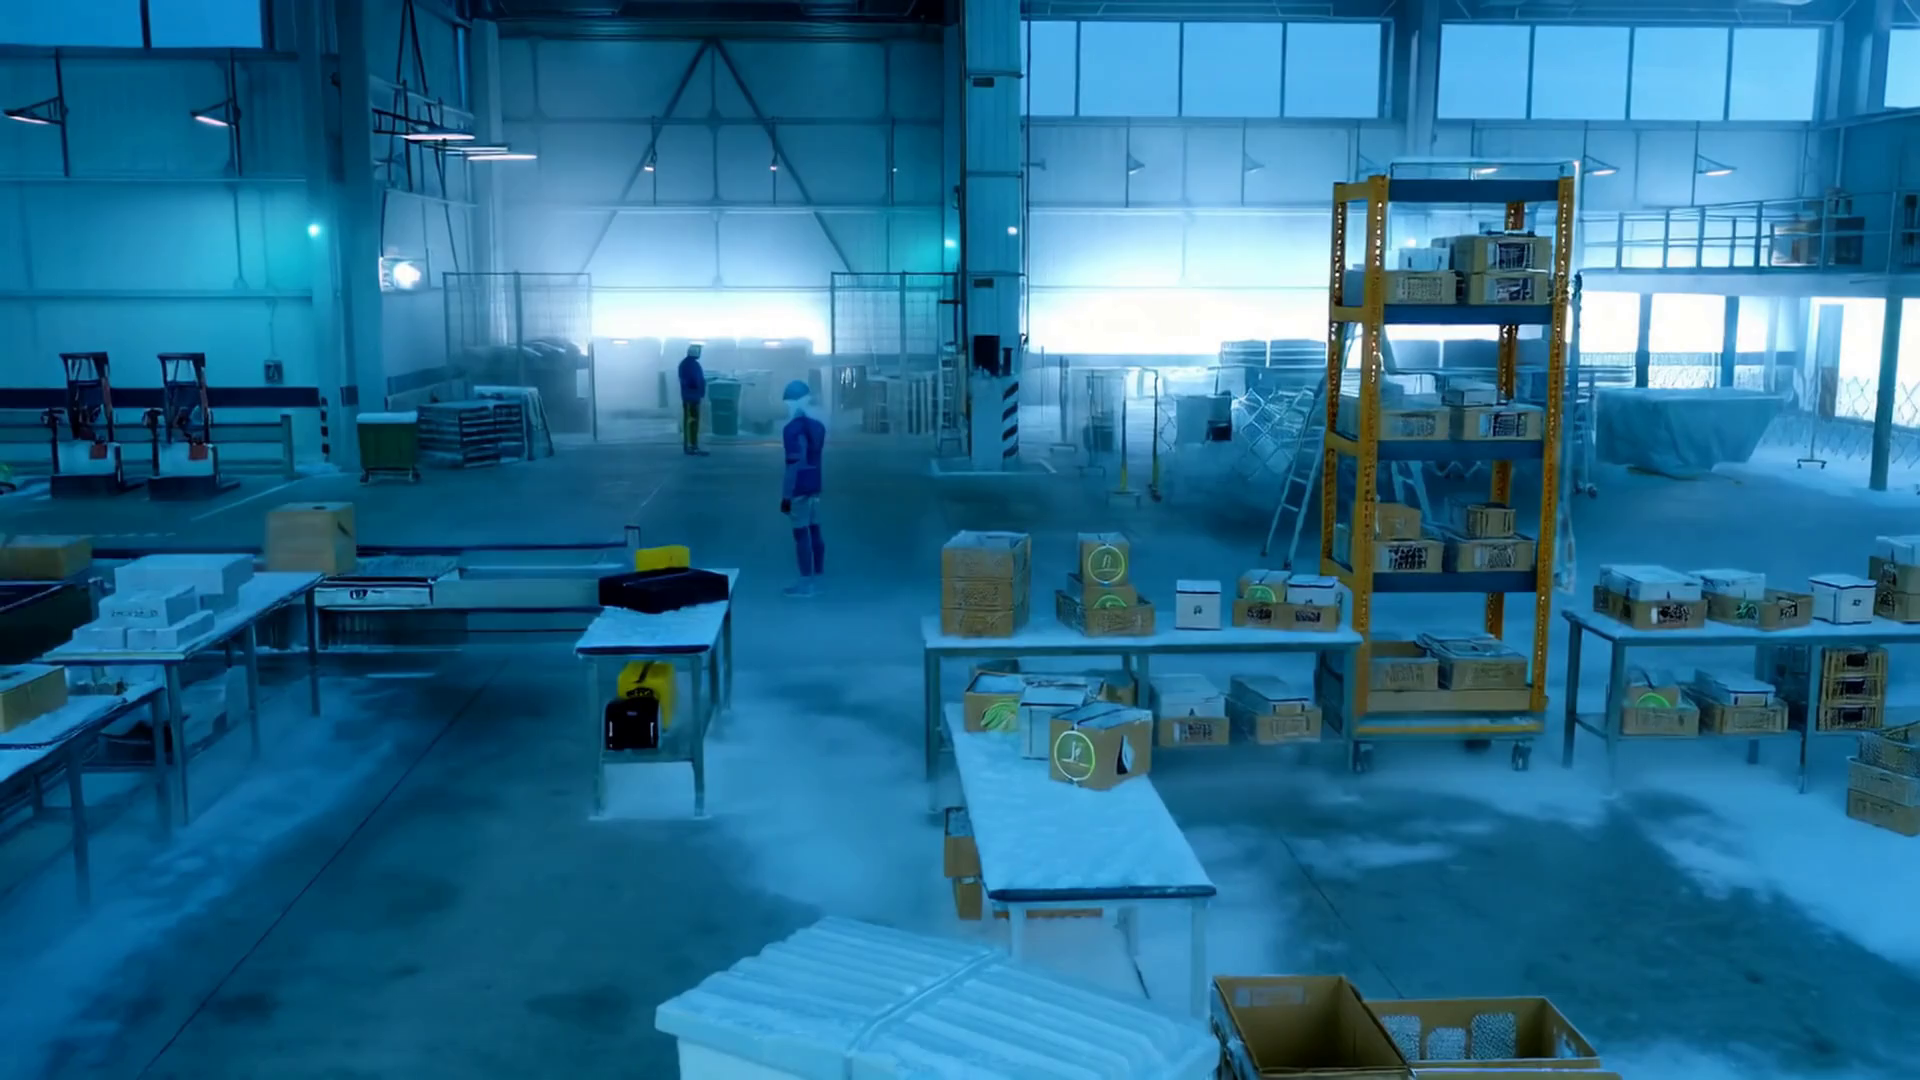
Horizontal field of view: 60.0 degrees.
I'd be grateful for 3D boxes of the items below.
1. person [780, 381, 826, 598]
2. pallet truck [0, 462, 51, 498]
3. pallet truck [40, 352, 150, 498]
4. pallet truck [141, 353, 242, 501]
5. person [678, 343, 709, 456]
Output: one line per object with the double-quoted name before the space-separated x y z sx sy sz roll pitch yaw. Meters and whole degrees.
"person" -1.509 -0.475 15.690 0.397 2.043 0.609 4 10 26
"pallet truck" -13.193 -1.293 23.148 0.653 1.274 1.630 -1 9 -4
"pallet truck" -11.907 -1.642 23.165 0.823 1.965 1.885 0 9 0
"pallet truck" -10.520 -1.604 22.925 0.823 1.965 1.885 -1 9 -6
"person" -4.472 -2.353 27.934 0.406 1.902 0.636 -5 10 -27
